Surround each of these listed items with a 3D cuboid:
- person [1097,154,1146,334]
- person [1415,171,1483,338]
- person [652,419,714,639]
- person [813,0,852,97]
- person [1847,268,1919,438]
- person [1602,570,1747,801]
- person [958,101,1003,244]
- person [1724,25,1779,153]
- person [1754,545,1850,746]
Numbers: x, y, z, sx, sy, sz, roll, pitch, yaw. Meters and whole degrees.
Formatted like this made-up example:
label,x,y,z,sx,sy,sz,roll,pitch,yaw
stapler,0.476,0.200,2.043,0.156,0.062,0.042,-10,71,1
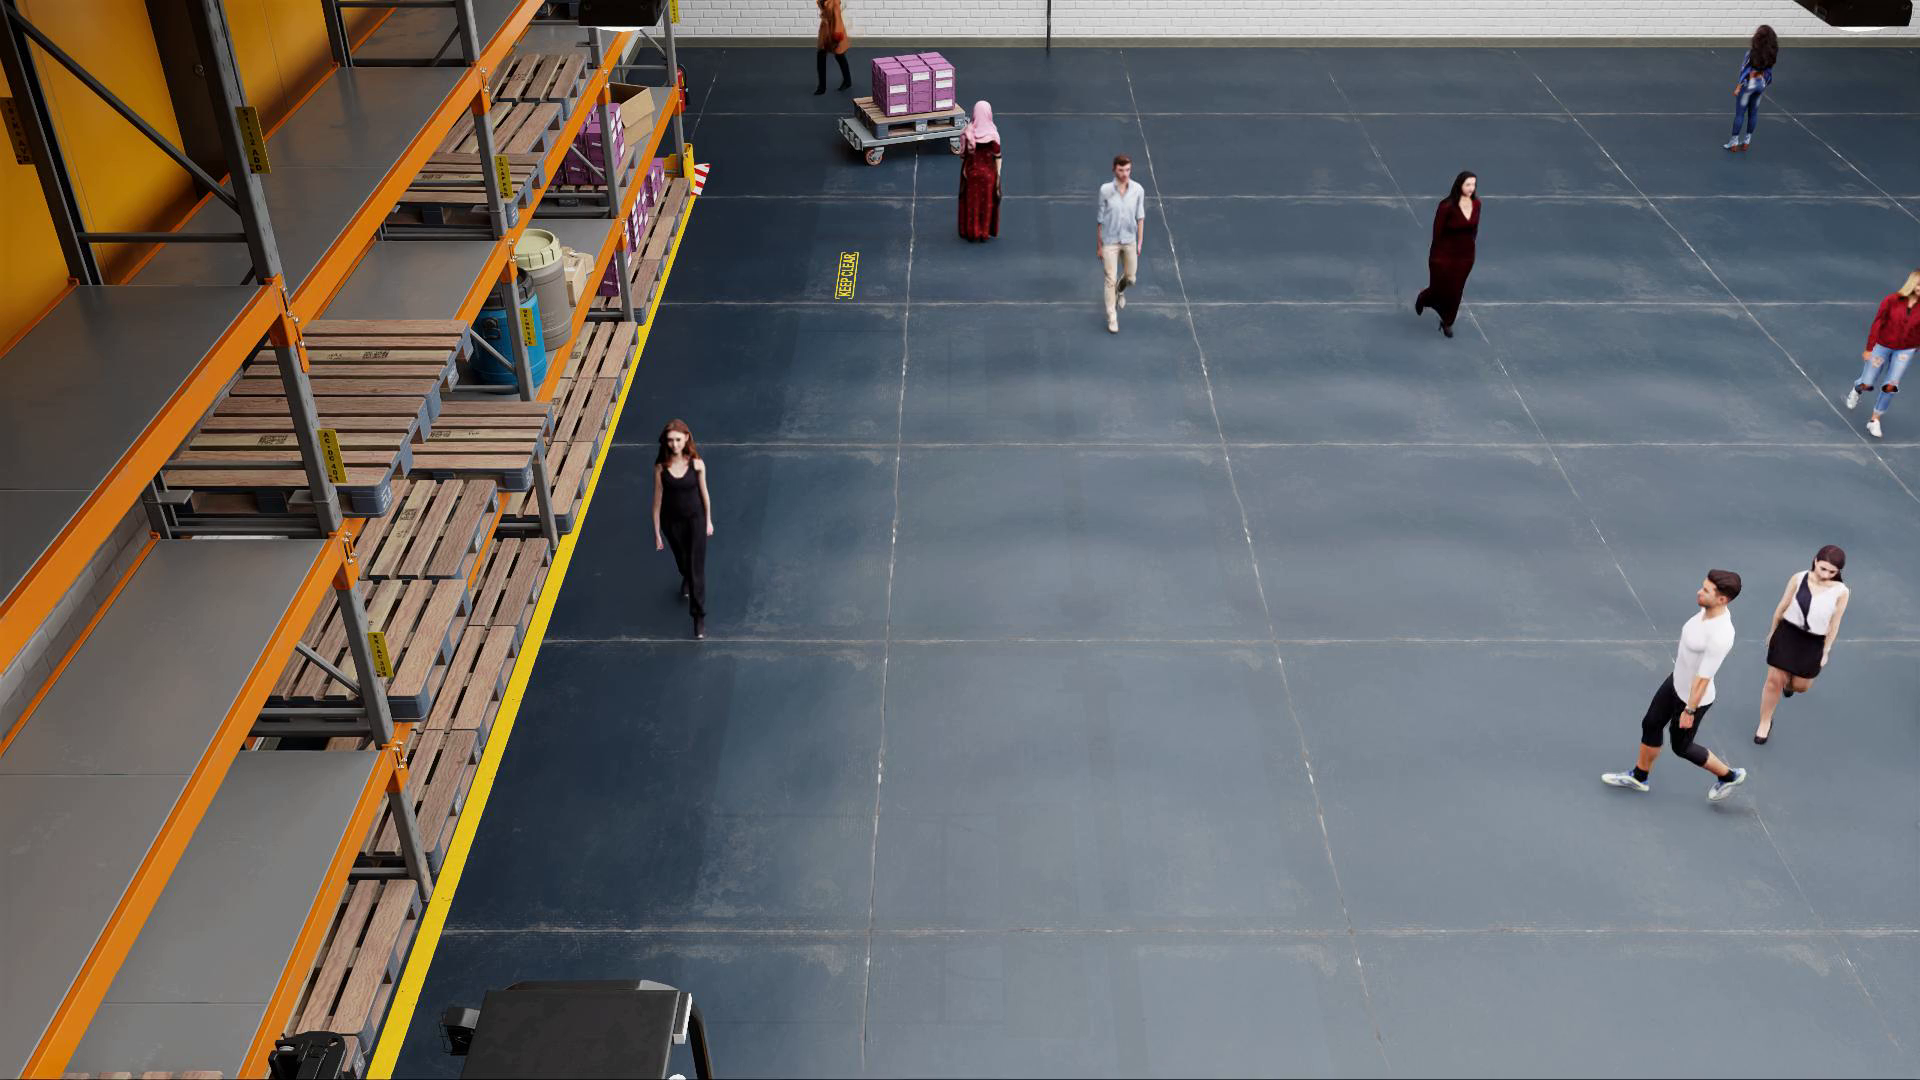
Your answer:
label,x,y,z,sx,sy,sz,roll,pitch,yaw
person,1.610,-3.082,17.023,0.679,1.834,0.868,-3,34,-4
person,4.934,-2.921,16.861,0.804,1.745,0.881,-11,35,-16
person,-2.131,-0.184,12.787,0.639,1.697,1.123,-3,34,-4
person,-1.732,-7.038,23.106,1.102,1.690,1.016,-29,43,-36
person,8.517,-1.765,15.237,0.727,1.618,0.904,7,34,11
person,4.868,0.999,10.891,0.875,1.826,1.091,6,34,9
person,0.223,-4.159,18.827,0.711,1.631,0.657,6,34,9
person,10.139,-5.791,21.288,0.636,1.625,0.595,-5,34,-8
person,5.845,0.694,11.525,0.809,1.633,0.914,23,40,30
